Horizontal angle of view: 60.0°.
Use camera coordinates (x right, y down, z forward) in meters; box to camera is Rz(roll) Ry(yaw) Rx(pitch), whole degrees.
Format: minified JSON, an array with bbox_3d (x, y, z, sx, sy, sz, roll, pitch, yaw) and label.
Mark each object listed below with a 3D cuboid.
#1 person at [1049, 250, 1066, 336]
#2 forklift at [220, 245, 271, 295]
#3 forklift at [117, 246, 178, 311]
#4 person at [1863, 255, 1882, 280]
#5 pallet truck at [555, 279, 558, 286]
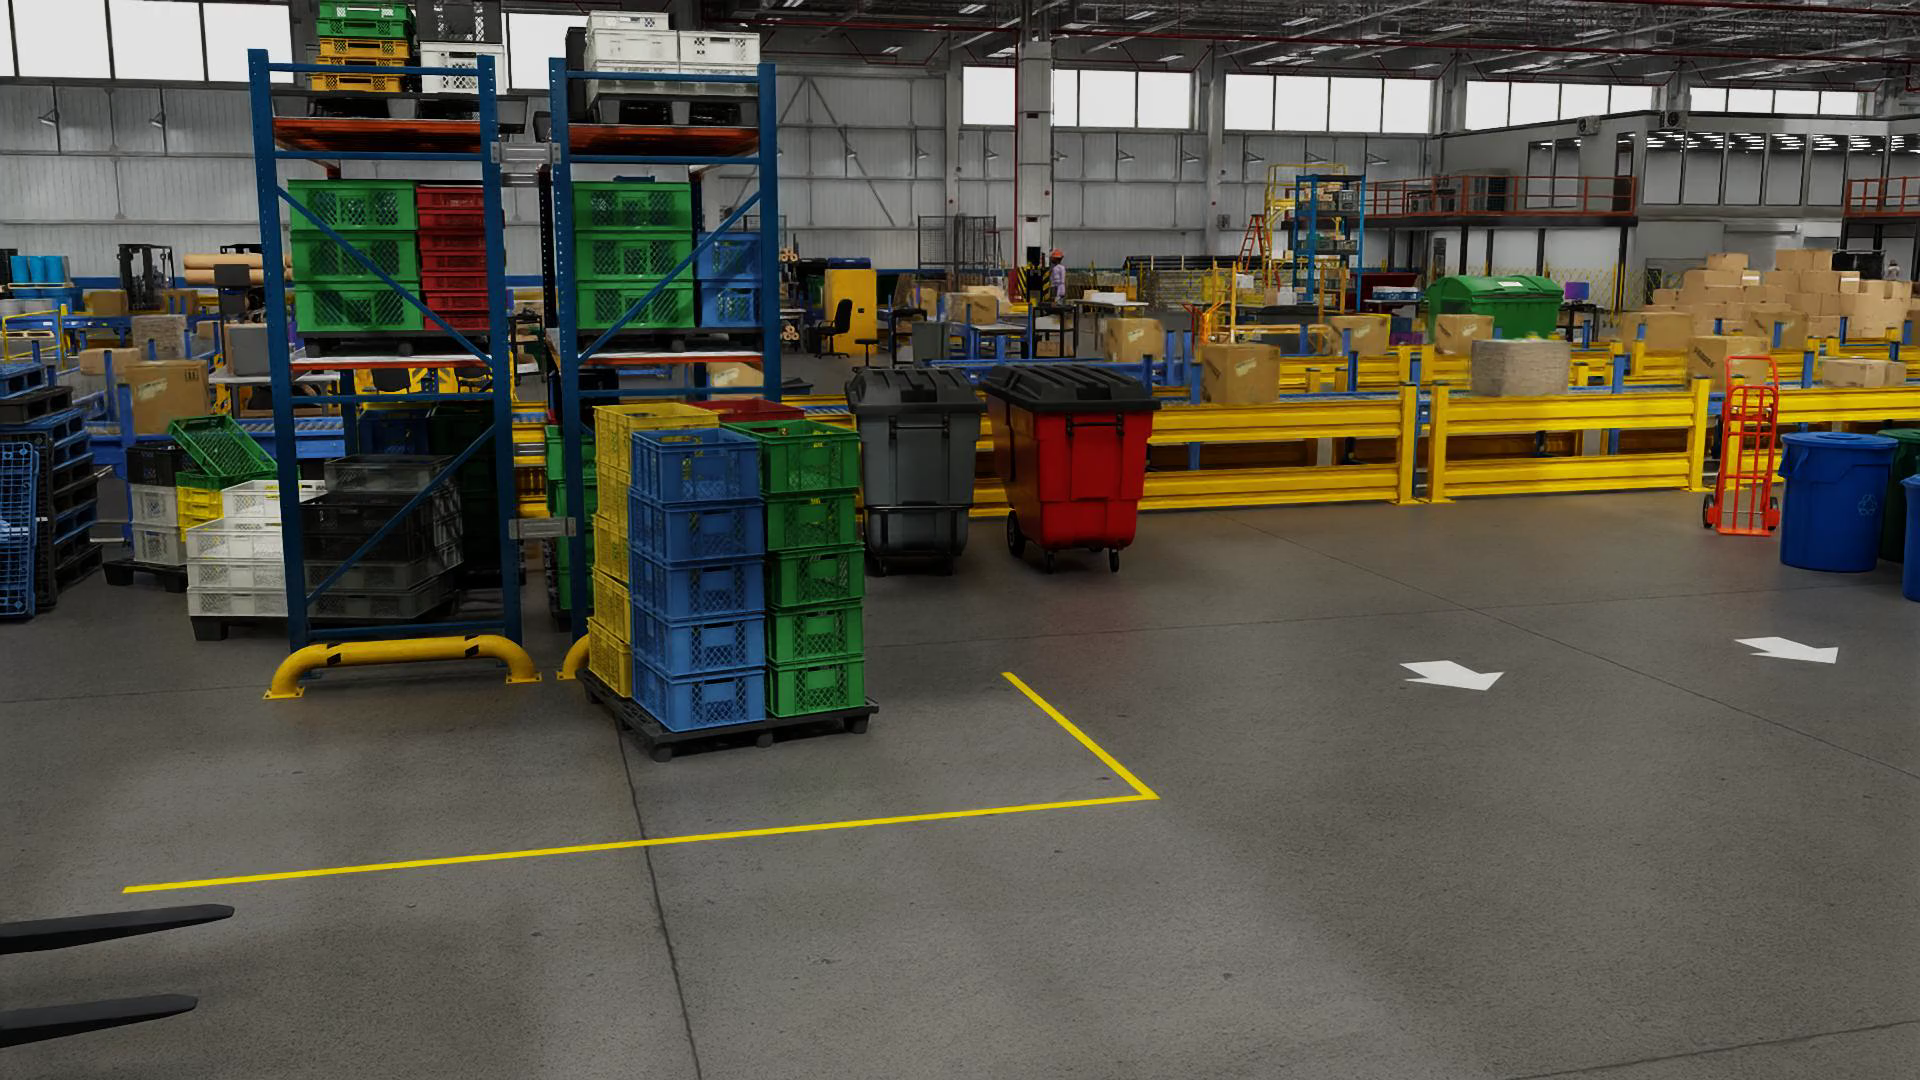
[{"bbox_3d":[2.300,-5.860,39.494,0.368,2.048,0.607,3,11,18],"label":"person"},{"bbox_3d":[-17.749,-6.334,41.440,1.157,1.987,2.680,-3,10,-17],"label":"forklift"},{"bbox_3d":[-19.966,-6.232,40.894,1.157,1.987,2.680,-3,10,-15],"label":"forklift"},{"bbox_3d":[28.010,-7.819,51.054,0.575,1.882,0.355,8,13,39],"label":"person"},{"bbox_3d":[-10.604,-6.375,44.520,0.653,1.274,1.630,-3,10,-15],"label":"pallet truck"}]
